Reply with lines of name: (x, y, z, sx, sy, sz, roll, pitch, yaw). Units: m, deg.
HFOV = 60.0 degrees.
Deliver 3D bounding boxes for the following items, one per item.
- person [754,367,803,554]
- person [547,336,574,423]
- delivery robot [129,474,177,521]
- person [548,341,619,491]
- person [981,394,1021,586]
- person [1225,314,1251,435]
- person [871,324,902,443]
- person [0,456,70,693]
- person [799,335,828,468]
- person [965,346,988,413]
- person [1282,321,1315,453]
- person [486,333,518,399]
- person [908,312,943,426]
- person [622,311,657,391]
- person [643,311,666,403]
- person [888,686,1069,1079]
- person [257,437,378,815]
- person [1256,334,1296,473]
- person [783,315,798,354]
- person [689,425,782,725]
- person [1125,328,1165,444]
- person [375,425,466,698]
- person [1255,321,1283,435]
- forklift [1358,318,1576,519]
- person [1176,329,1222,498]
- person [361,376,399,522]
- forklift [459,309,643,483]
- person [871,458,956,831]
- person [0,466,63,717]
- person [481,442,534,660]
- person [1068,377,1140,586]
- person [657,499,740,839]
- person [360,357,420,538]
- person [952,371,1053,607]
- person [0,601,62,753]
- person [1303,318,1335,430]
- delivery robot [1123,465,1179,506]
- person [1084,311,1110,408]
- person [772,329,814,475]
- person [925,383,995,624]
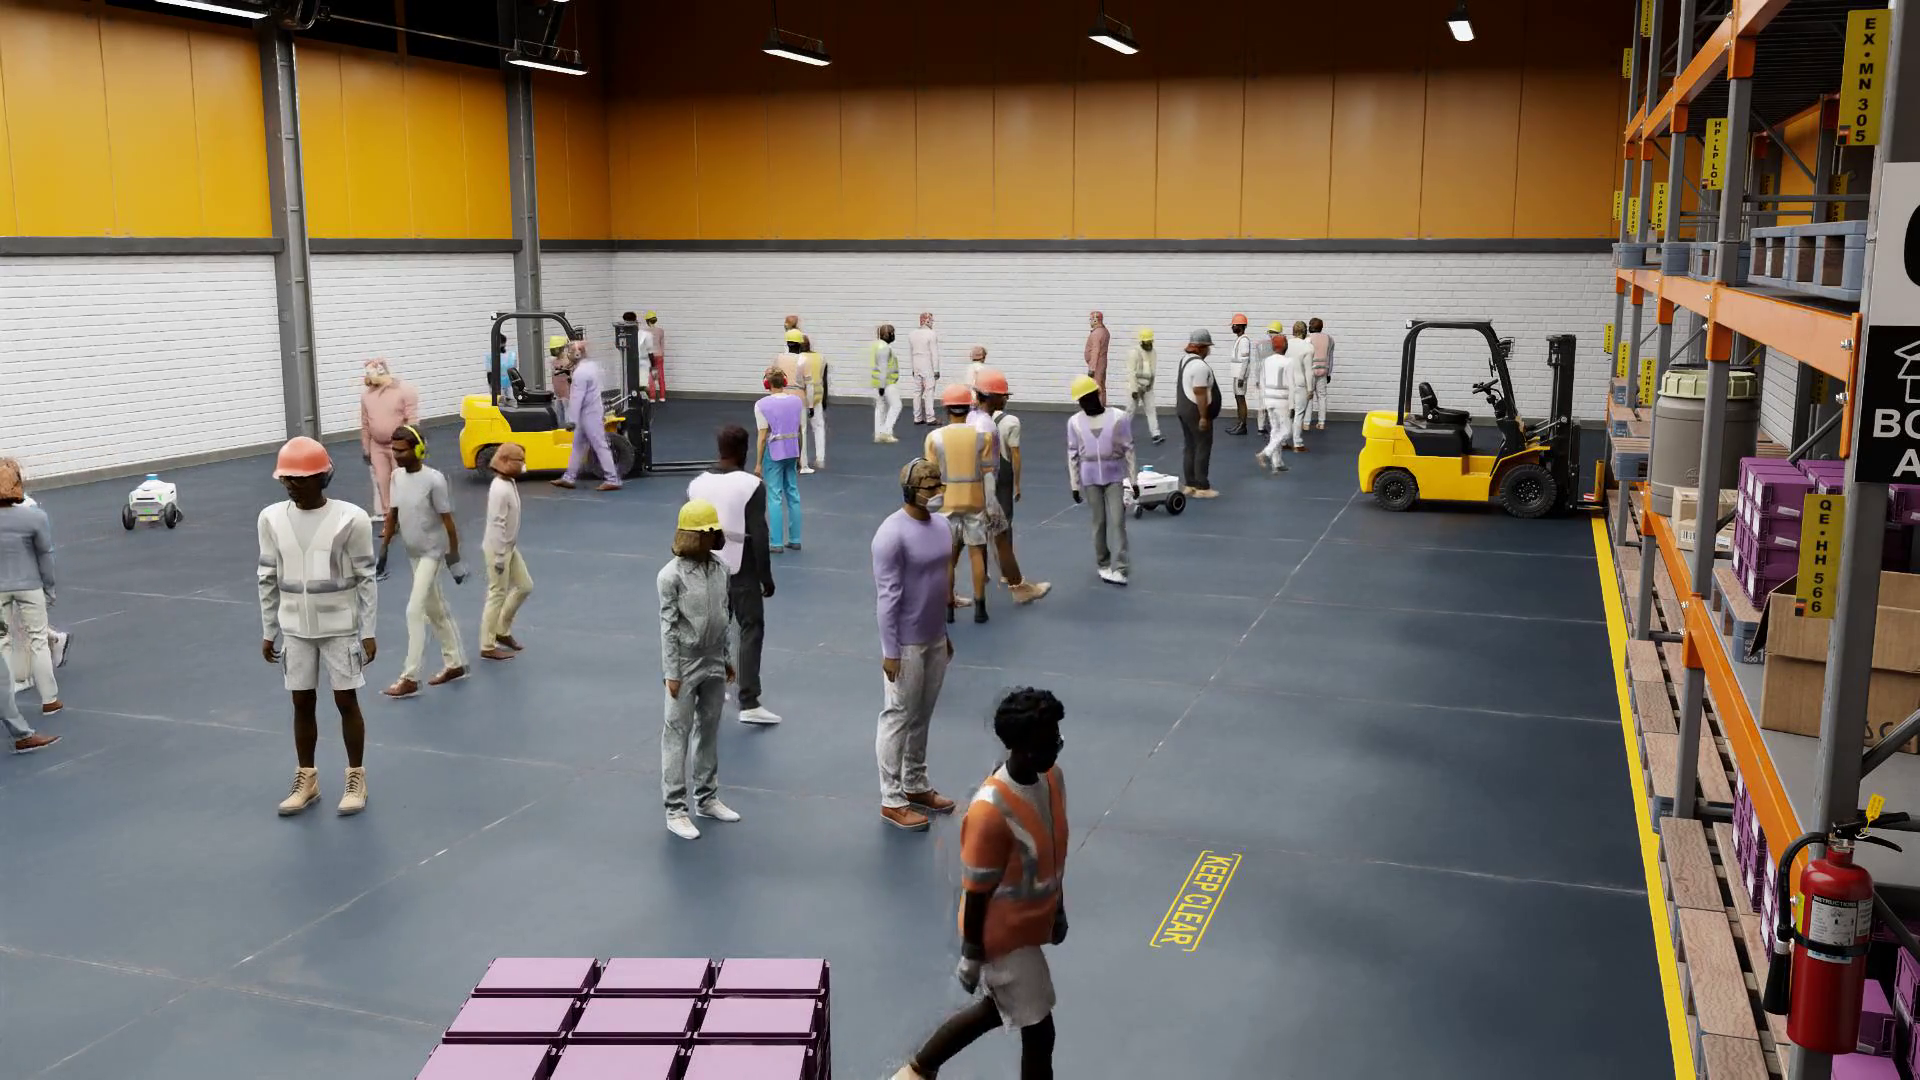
person: (-1.773, -0.782, 16.391, 0.564, 1.838, 0.389, -10, 14, -43)
person: (-5.653, -2.027, 23.653, 0.542, 1.749, 0.403, 8, 13, 39)
delivery robot: (-8.718, -0.467, 17.968, 0.477, 0.478, 0.707, -3, 10, -14)
person: (-4.675, -1.517, 20.476, 0.952, 1.856, 0.648, -1, 10, -7)
person: (0.302, -0.510, 14.853, 0.506, 1.843, 0.349, 4, 11, 20)
person: (4.457, -2.650, 26.634, 0.357, 1.936, 0.551, 0, 10, 1)
person: (-1.106, -2.388, 25.490, 0.502, 1.826, 0.629, -2, 10, -12)
person: (-6.425, 0.218, 11.391, 0.519, 1.619, 0.620, 5, 11, 24)
person: (-2.142, -1.899, 22.779, 0.681, 1.800, 0.799, -7, 12, -34)
person: (0.218, -1.923, 23.471, 0.720, 1.601, 0.533, -6, 12, -30)
person: (4.927, -2.244, 24.390, 0.377, 1.931, 0.628, -8, 13, -38)
person: (-7.195, -2.427, 26.123, 0.548, 1.658, 0.507, -6, 12, -32)
person: (-0.567, -2.876, 28.015, 0.636, 1.903, 0.404, 10, 14, 43)
person: (-5.399, -2.850, 27.776, 0.633, 1.929, 0.624, 4, 11, 20)
person: (-5.895, -3.502, 31.915, 0.323, 1.769, 0.523, 10, 14, 44)
person: (0.101, 1.253, 5.448, 0.771, 1.657, 0.537, 5, 11, 24)
person: (-3.405, 0.464, 8.807, 0.614, 2.038, 0.395, 0, 10, 1)
person: (4.172, -1.789, 21.981, 0.577, 1.868, 0.586, -6, 12, -32)
person: (-2.791, -2.794, 27.635, 0.472, 1.866, 0.598, -6, 12, -30)
person: (-1.461, 0.224, 10.635, 0.804, 1.882, 0.546, 7, 12, 34)
person: (2.795, -2.332, 25.298, 0.632, 1.767, 0.932, -8, 13, -39)
person: (-3.719, 0.140, 11.240, 0.508, 1.828, 0.879, 8, 13, 37)
person: (4.979, -2.568, 26.489, 0.604, 1.825, 0.403, 5, 11, 28)
forklift: (5.787, -1.437, 19.079, 2.313, 2.155, 1.214, 3, 11, 19)
person: (2.890, -1.544, 20.117, 0.536, 2.000, 0.701, -2, 10, -12)
person: (-6.348, -1.012, 18.298, 0.333, 1.622, 0.522, 5, 11, 27)
forklift: (-5.354, -1.902, 21.697, 2.313, 2.155, 1.214, -2, 10, -13)
person: (-0.228, 0.529, 8.732, 0.372, 1.939, 0.629, 6, 12, 29)
person: (-6.071, 0.338, 10.661, 0.501, 1.633, 0.284, -5, 11, -24)
person: (-3.343, 0.083, 12.181, 0.401, 1.604, 0.512, -1, 10, -7)
person: (1.273, -0.521, 14.881, 0.670, 1.853, 0.702, 2, 10, 13)
person: (-1.339, 0.649, 8.600, 0.311, 1.744, 0.486, 7, 12, 36)
person: (-5.960, -0.974, 17.386, 0.679, 1.866, 0.556, 2, 10, 8)
person: (0.258, -0.412, 13.879, 1.036, 1.987, 0.634, -4, 11, -19)
person: (-5.753, 0.490, 9.892, 0.744, 1.595, 0.555, -3, 11, -19)
person: (5.818, -2.726, 27.322, 0.633, 1.846, 0.429, -3, 10, -16)
delivery robot: (2.114, -0.596, 18.695, 0.707, 0.478, 0.477, -7, 12, -35)
person: (2.332, -2.972, 28.531, 0.409, 1.910, 0.640, 4, 11, 20)
person: (-2.197, -1.826, 22.021, 0.595, 1.925, 0.372, 4, 11, 20)
person: (-0.004, -0.290, 13.349, 0.557, 1.934, 0.377, -1, 10, -6)
